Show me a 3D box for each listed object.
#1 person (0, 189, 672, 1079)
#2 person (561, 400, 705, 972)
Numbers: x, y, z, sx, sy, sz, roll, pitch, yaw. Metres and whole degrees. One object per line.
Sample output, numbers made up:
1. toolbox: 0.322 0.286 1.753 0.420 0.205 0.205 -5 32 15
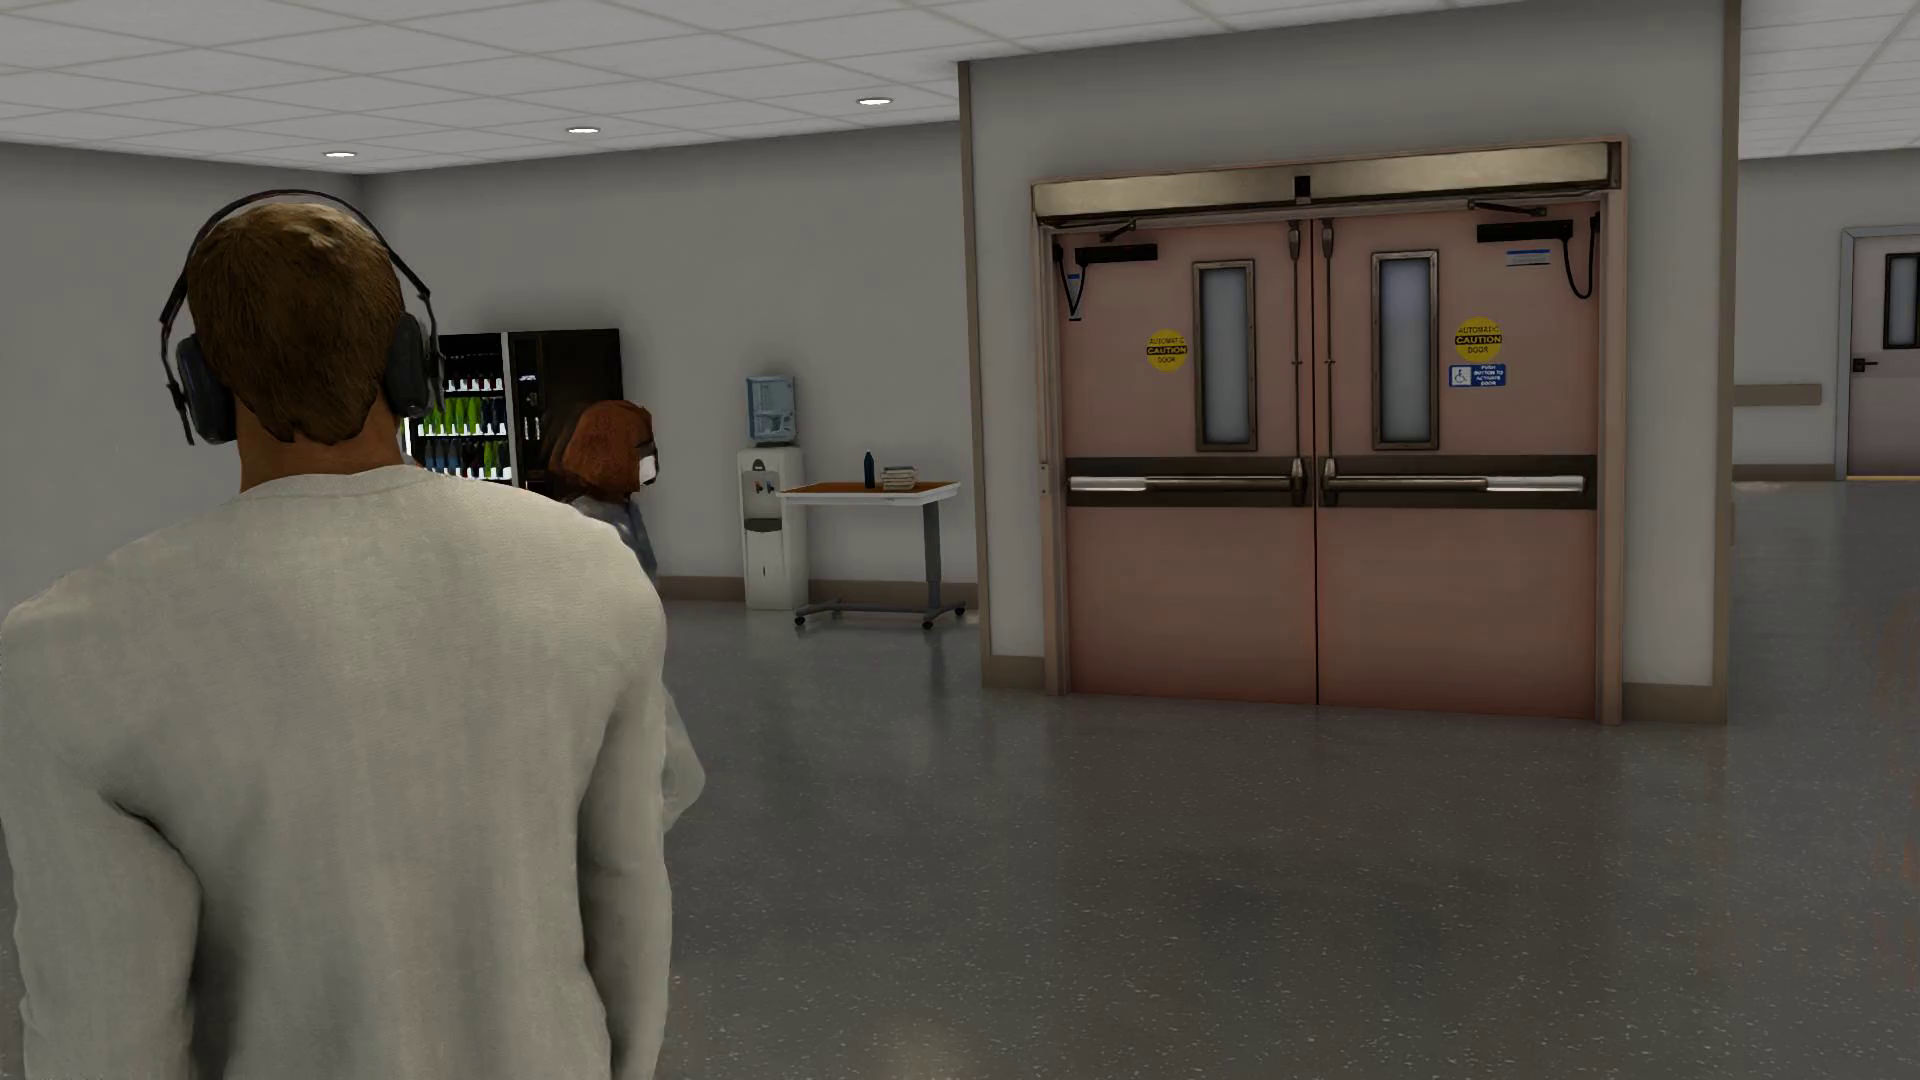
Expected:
1. person: -0.551 0.640 1.625 0.629 1.937 0.379 -9 10 -42
2. person: -0.930 0.423 4.638 0.371 1.621 0.507 -1 7 9
